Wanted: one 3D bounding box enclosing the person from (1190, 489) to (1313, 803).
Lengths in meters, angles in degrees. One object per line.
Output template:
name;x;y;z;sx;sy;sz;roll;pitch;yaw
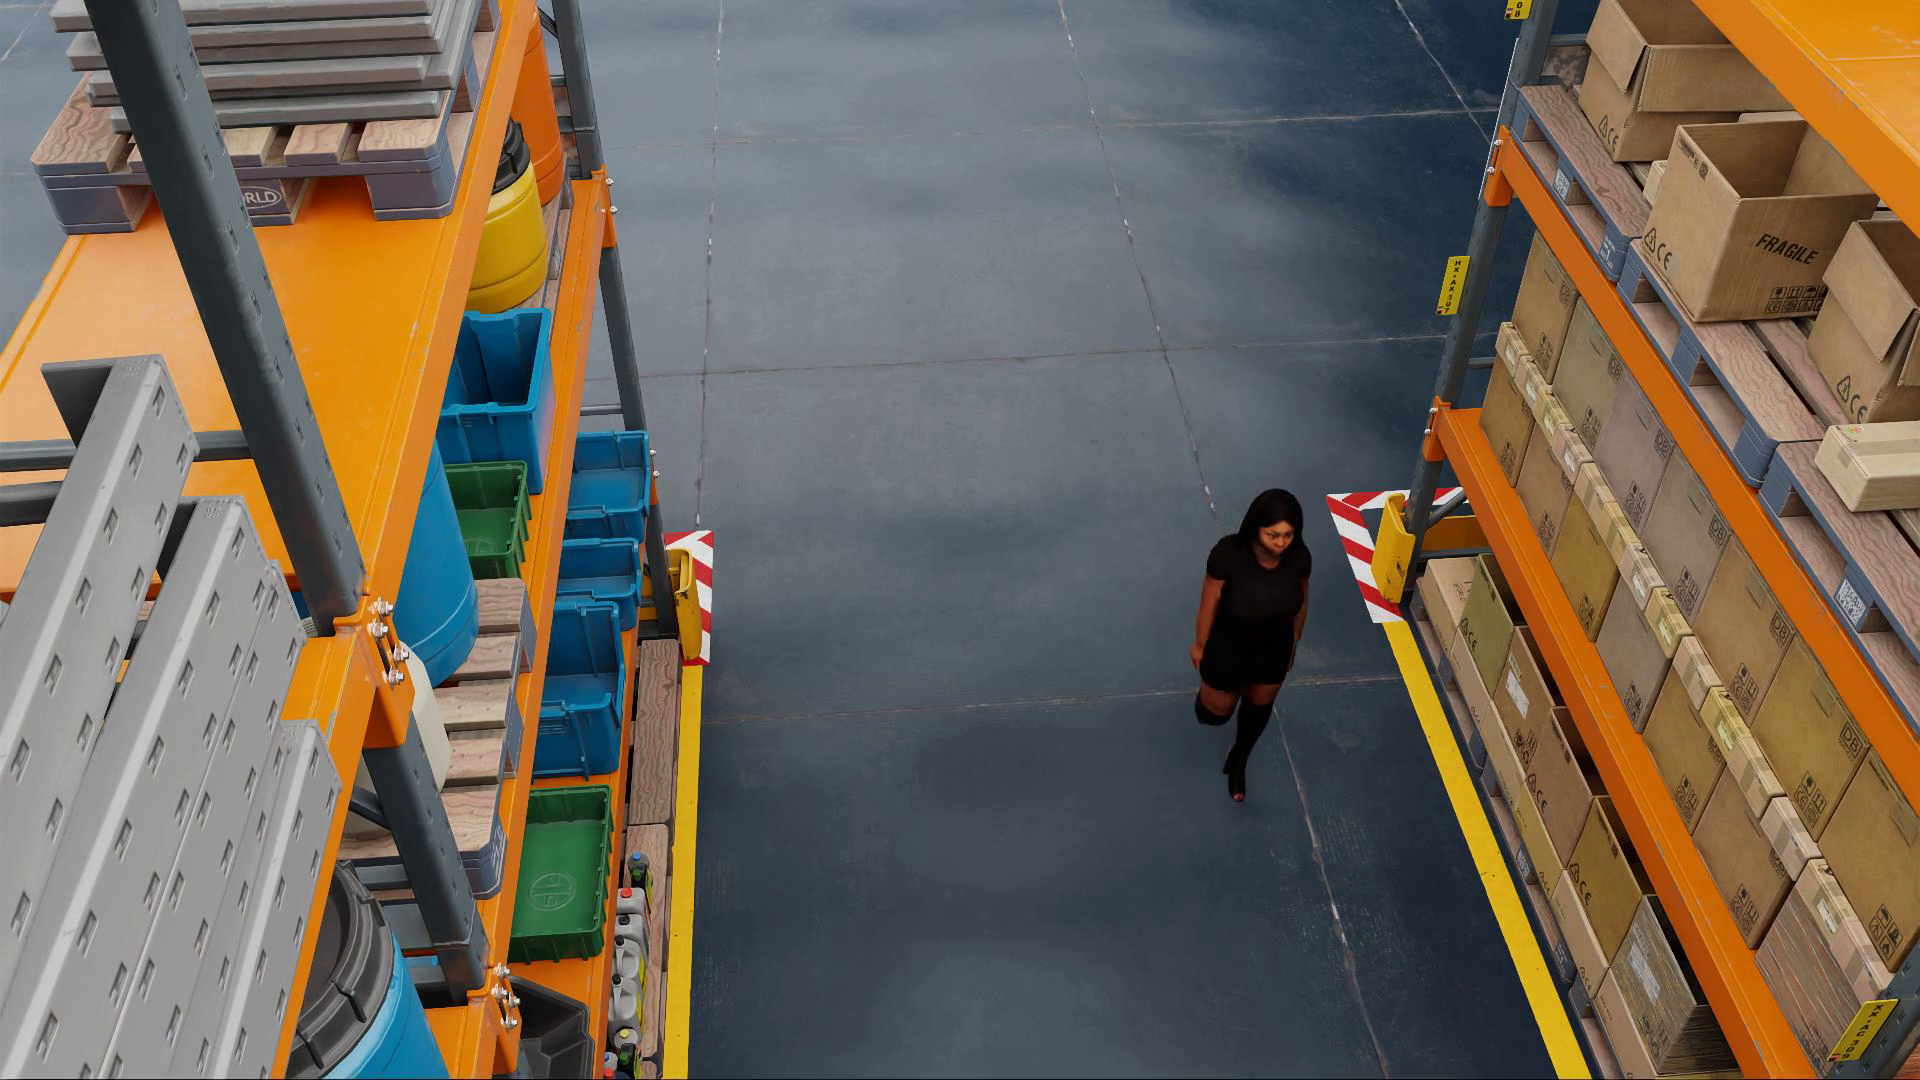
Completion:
person;1.306;0.433;7.676;0.654;1.845;0.772;-2;42;-3
